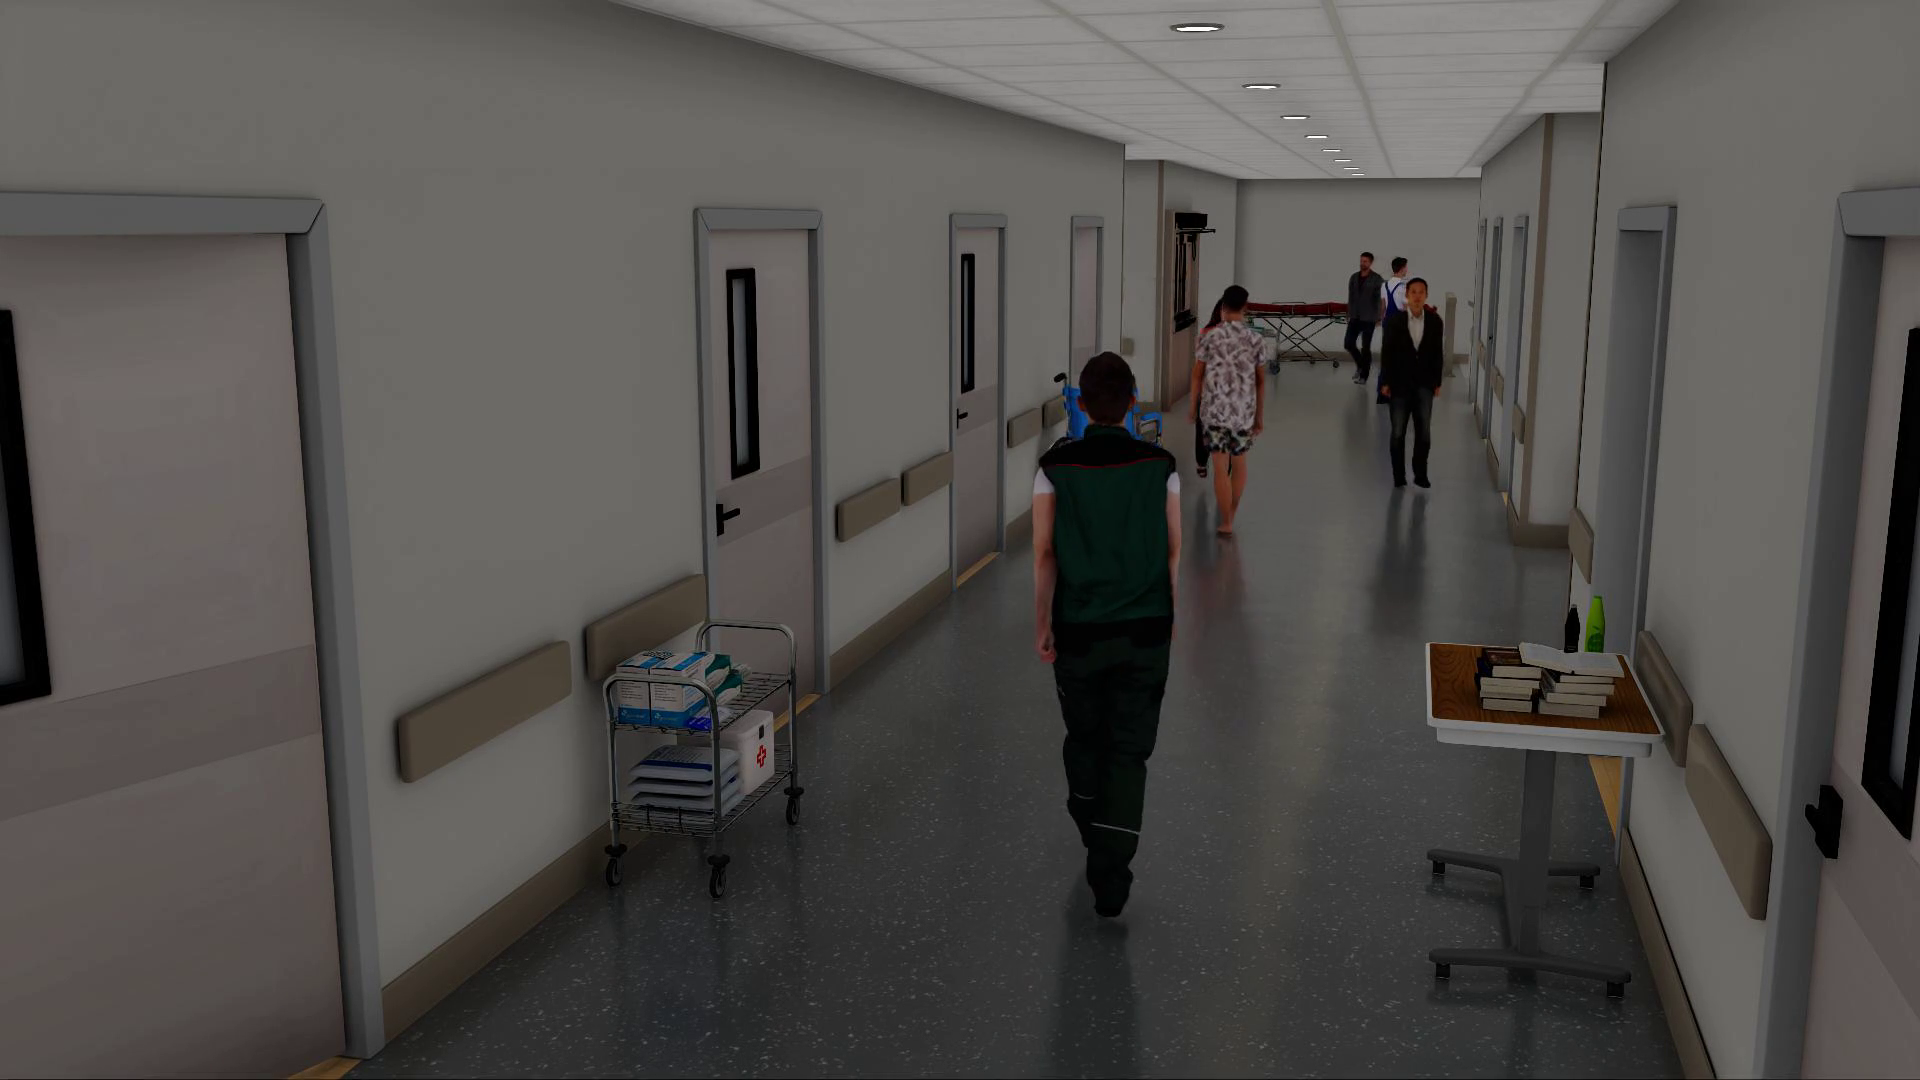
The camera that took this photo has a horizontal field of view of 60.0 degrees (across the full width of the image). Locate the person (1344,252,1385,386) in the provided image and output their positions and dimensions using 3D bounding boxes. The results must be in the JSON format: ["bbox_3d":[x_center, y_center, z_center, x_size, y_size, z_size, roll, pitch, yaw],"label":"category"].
[{"bbox_3d":[5.734,-3.126,23.512,0.871,1.858,0.927,10,15,42],"label":"person"}]

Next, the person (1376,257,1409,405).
[{"bbox_3d":[5.496,-2.649,21.016,0.767,1.850,0.724,-7,13,-34],"label":"person"}]

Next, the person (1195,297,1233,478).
[{"bbox_3d":[2.190,-1.233,14.127,0.726,1.636,1.040,1,11,6],"label":"person"}]

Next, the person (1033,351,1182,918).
[{"bbox_3d":[0.491,0.330,5.451,0.710,1.797,1.157,2,11,9],"label":"person"}]

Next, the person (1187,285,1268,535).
[{"bbox_3d":[1.962,-0.913,12.061,0.895,1.779,1.160,0,11,-2],"label":"person"}]

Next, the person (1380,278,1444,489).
[{"bbox_3d":[3.871,-1.350,14.346,0.766,1.786,0.867,1,11,7],"label":"person"}]
